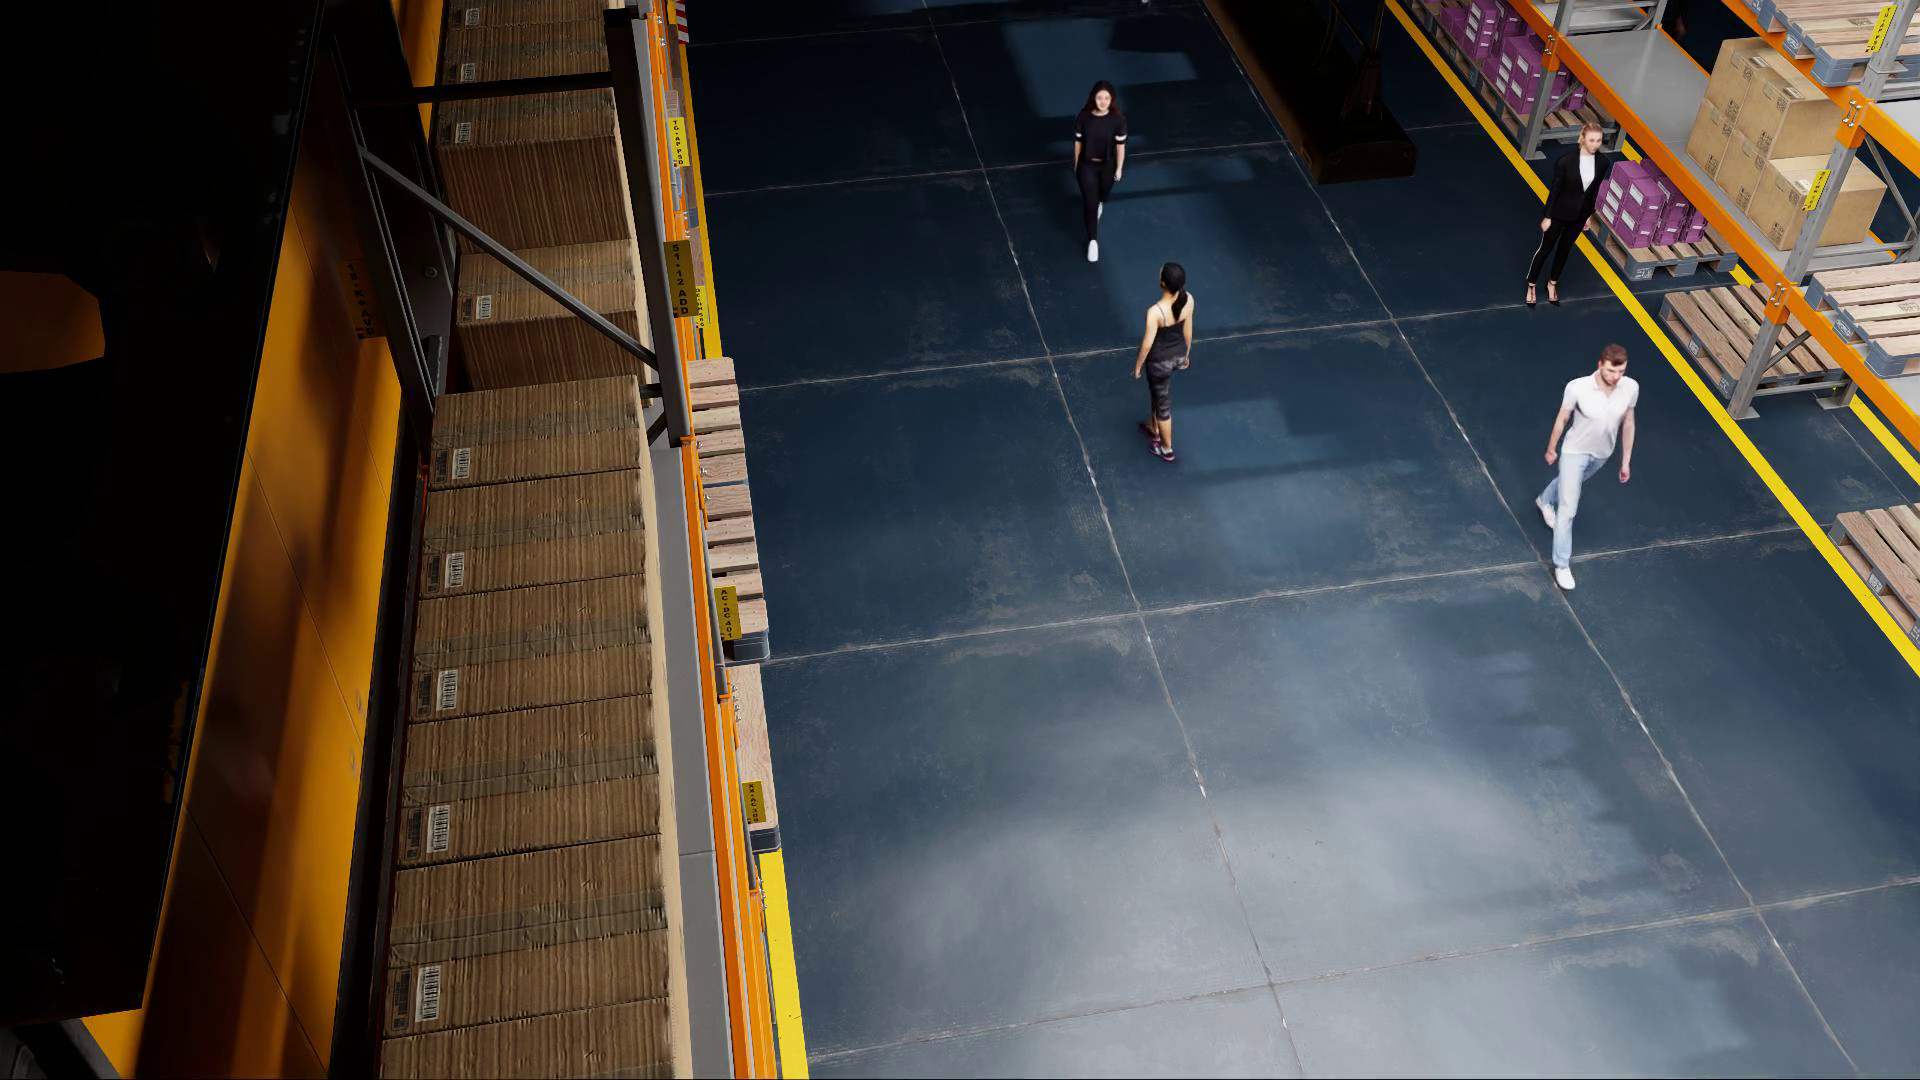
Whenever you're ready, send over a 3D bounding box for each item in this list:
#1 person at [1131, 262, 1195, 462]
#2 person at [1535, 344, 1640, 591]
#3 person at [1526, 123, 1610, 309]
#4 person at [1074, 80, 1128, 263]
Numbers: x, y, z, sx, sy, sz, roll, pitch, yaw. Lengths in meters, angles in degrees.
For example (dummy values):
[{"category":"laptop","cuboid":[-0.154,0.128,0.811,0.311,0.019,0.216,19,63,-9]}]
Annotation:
[{"category":"person","cuboid":[1.575,-1.268,12.299,0.727,1.721,0.793,-27,50,-26]},{"category":"person","cuboid":[4.333,-0.661,11.602,0.718,1.804,1.215,-4,44,-4]},{"category":"person","cuboid":[5.039,-2.697,13.809,0.620,1.707,0.549,-4,44,-4]},{"category":"person","cuboid":[1.205,-3.295,14.500,0.763,1.620,1.077,3,44,3]}]
